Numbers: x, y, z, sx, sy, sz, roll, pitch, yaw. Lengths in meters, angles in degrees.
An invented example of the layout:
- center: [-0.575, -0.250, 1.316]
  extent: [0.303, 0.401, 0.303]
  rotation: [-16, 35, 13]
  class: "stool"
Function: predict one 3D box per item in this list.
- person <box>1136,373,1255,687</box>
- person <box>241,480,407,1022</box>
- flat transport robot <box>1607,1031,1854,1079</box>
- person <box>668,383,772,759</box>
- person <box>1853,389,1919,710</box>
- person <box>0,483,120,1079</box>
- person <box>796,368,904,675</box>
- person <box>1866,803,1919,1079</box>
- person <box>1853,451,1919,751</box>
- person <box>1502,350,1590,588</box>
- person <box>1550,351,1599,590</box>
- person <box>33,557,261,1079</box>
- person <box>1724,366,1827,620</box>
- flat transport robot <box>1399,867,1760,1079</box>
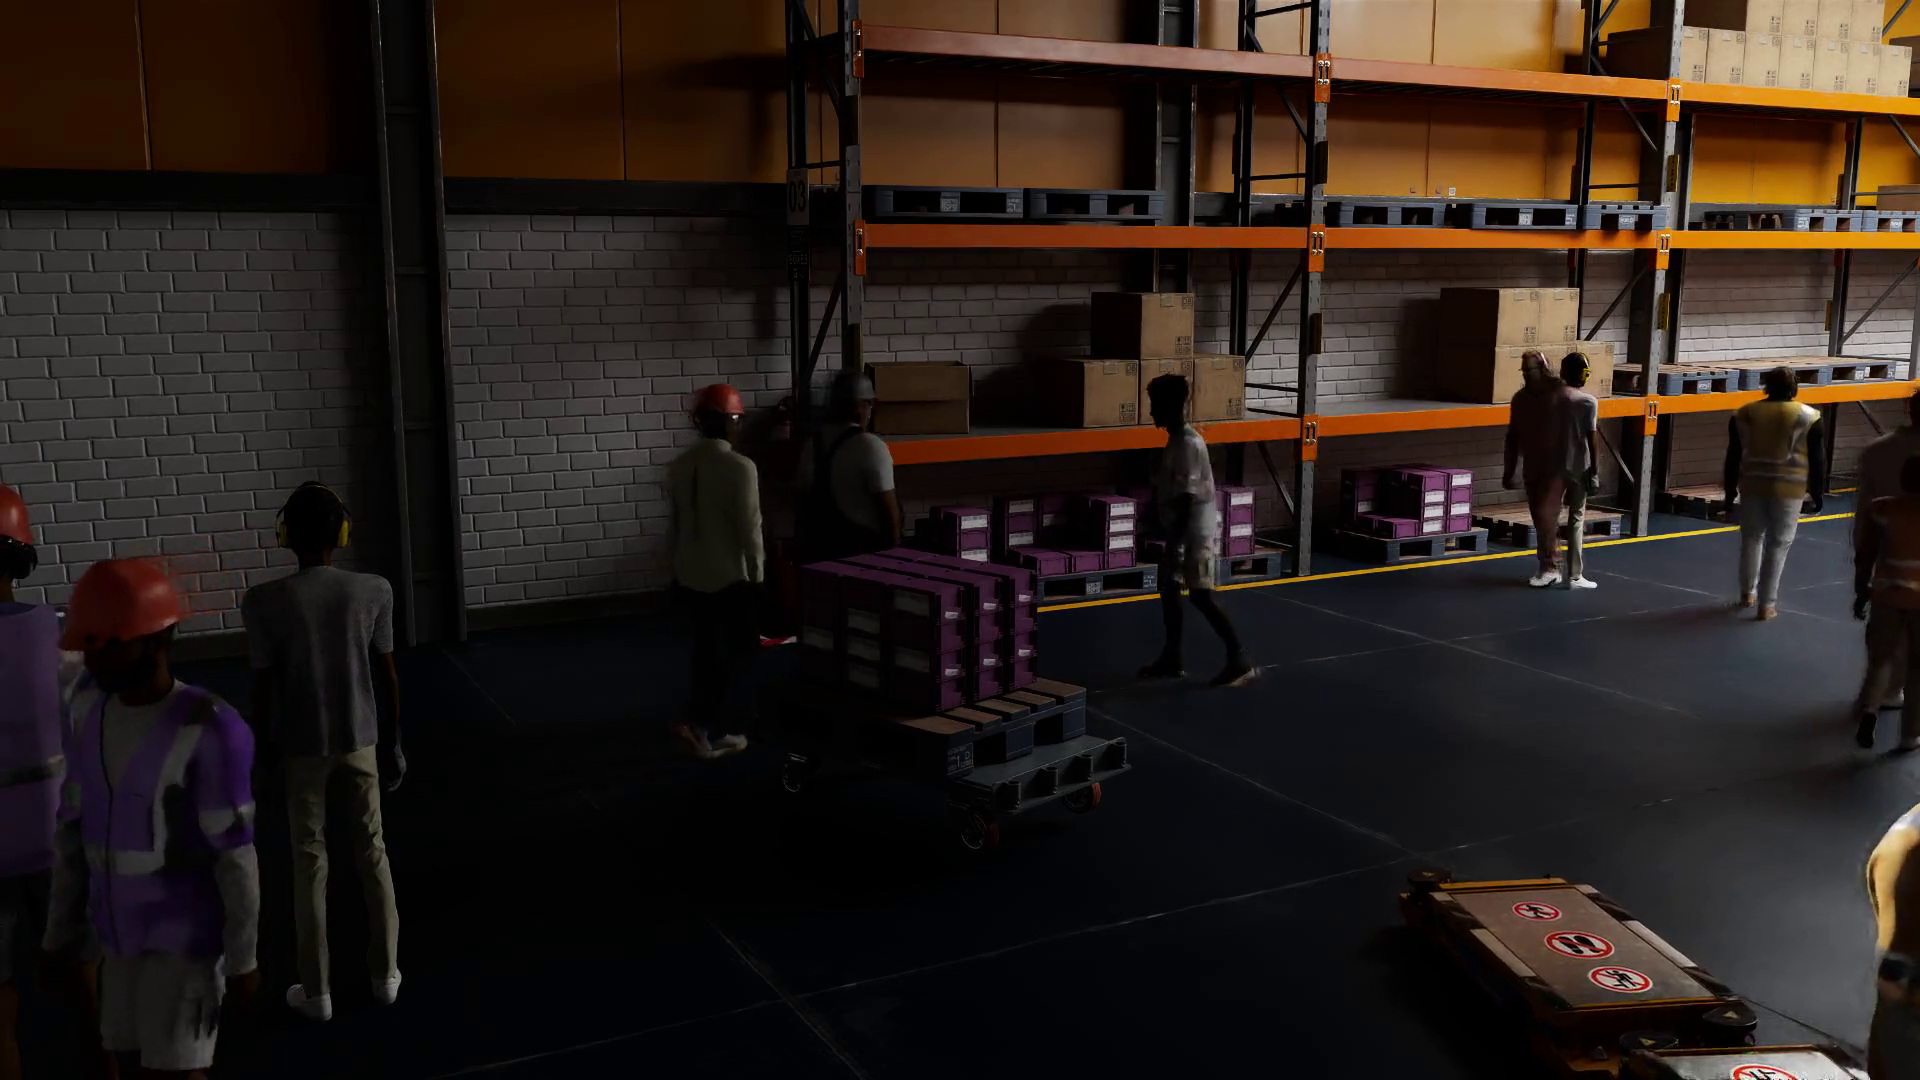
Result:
- center: [1.468, -0.044, 10.159]
  extent: [0.758, 1.936, 0.625]
  rotation: [0, 10, 2]
  class: "person"
- center: [-2.187, 0.727, 5.751]
  extent: [0.520, 1.871, 0.326]
  rotation: [-6, 12, -32]
  class: "person"
- center: [2.398, 1.738, 4.527]
  extent: [0.652, 0.197, 1.431]
  rotation: [-1, 10, -4]
  class: "flat transport robot"
- center: [-1.286, 0.186, 8.583]
  extent: [0.638, 1.968, 0.590]
  rotation: [9, 13, 41]
  class: "person"
- center: [5.660, 0.040, 9.699]
  extent: [0.868, 1.875, 0.651]
  rotation: [-5, 11, -27]
  class: "person"
- center: [-2.609, 0.841, 4.589]
  extent: [0.605, 2.045, 0.381]
  rotation: [-7, 12, -36]
  class: "person"
- center: [-0.665, -0.004, 9.464]
  extent: [0.991, 2.000, 0.689]
  rotation: [-8, 13, -39]
  class: "person"
- center: [2.087, 1.127, 3.395]
  extent: [0.599, 1.885, 0.593]
  rotation: [-3, 10, -16]
  class: "person"
- center: [4.949, 0.339, 8.697]
  extent: [0.530, 1.618, 0.552]
  rotation: [8, 13, 39]
  class: "person"
- center: [4.588, -0.559, 13.148]
  extent: [0.600, 1.874, 0.690]
  rotation: [-5, 11, -26]
  class: "person"
- center: [4.795, -0.542, 13.062]
  extent: [0.328, 1.870, 0.510]
  rotation: [-7, 12, -36]
  class: "person"
- center: [-2.016, 0.973, 4.210]
  extent: [0.562, 1.919, 0.655]
  rotation: [4, 11, 22]
  class: "person"
- center: [5.953, -0.353, 12.121]
  extent: [0.645, 1.815, 0.787]
  rotation: [8, 13, 40]
  class: "person"
- center: [2.149, 1.496, 5.920]
  extent: [0.652, 0.197, 1.431]
  rotation: [-1, 10, -7]
  class: "flat transport robot"
